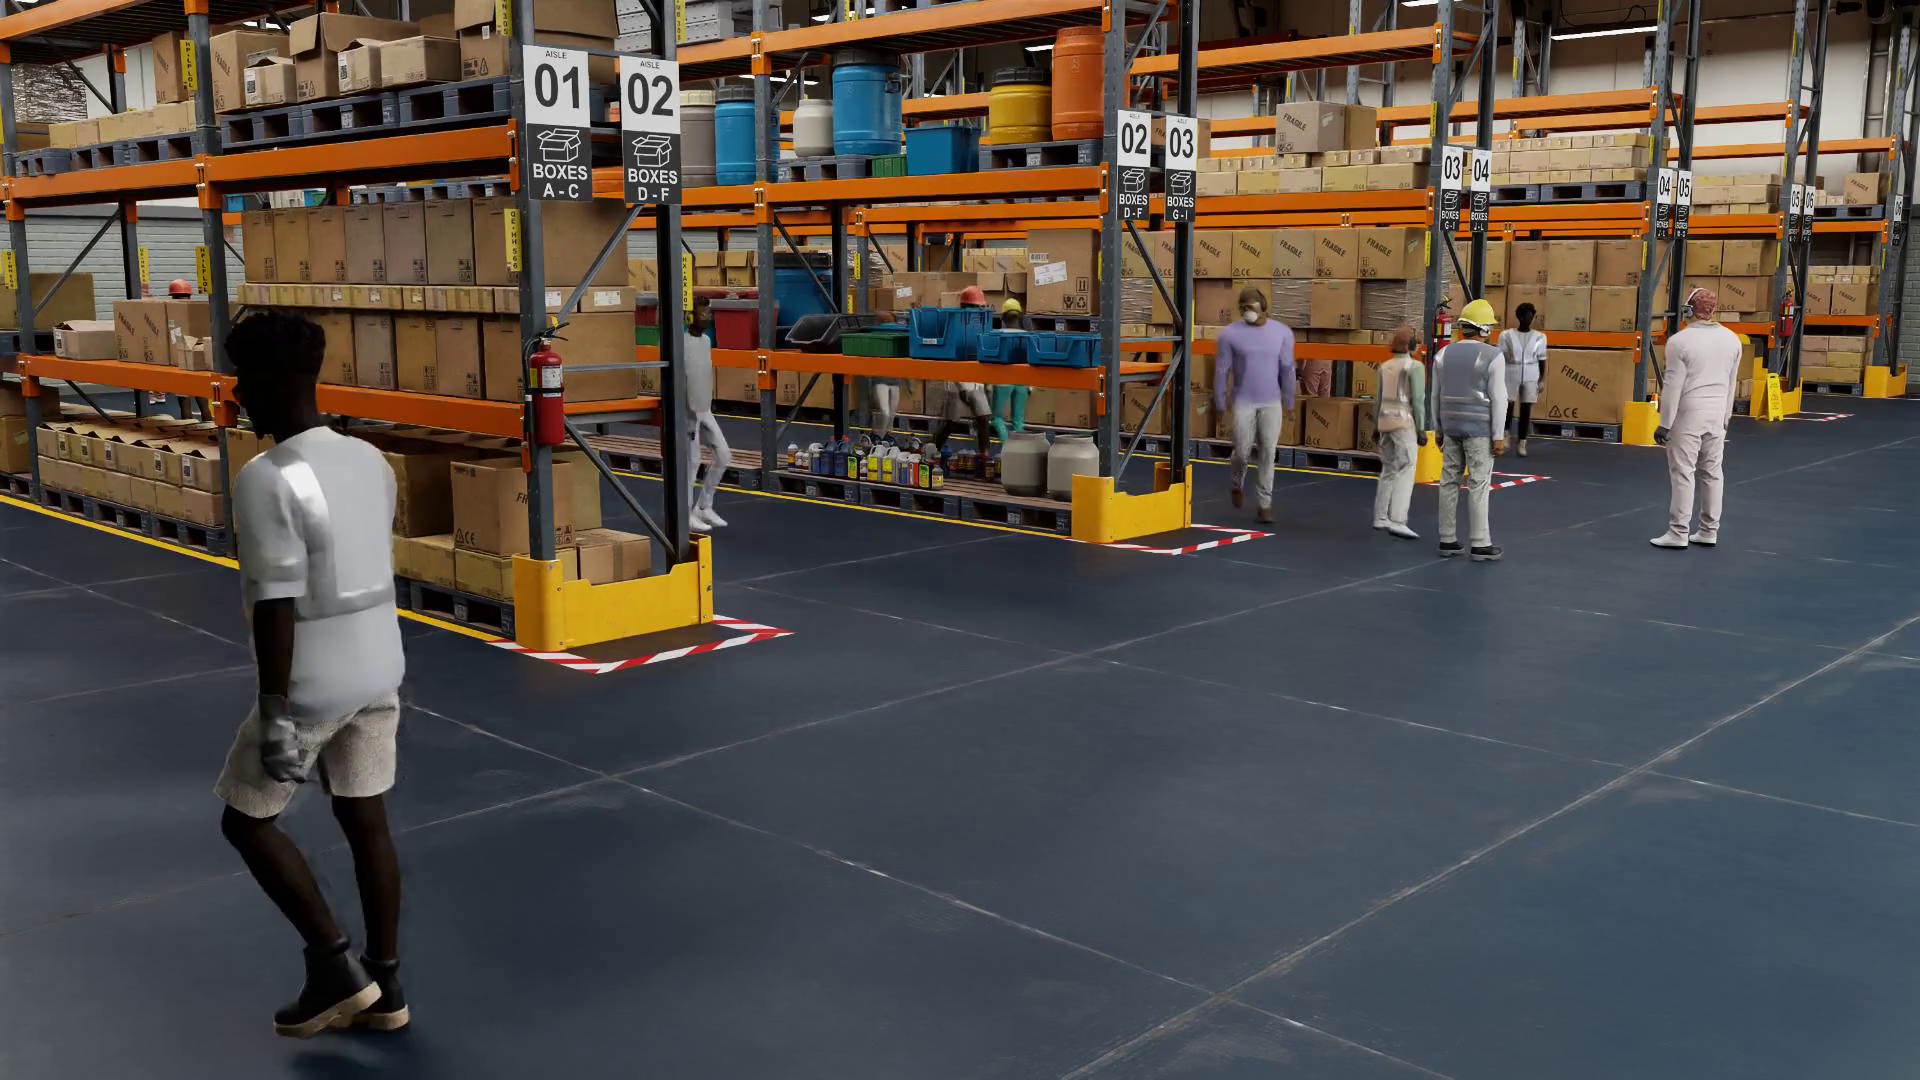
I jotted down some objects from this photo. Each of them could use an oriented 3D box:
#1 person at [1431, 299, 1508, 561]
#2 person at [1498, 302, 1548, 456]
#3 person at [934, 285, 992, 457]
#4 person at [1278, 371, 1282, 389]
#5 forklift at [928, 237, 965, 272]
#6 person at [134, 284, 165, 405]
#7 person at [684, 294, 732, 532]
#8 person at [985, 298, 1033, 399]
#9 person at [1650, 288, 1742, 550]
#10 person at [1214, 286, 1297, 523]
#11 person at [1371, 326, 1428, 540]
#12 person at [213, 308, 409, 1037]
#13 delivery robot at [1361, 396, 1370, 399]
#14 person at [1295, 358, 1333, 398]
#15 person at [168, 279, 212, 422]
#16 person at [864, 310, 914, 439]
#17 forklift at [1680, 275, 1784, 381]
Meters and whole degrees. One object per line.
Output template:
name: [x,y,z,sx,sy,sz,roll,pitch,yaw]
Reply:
person: [3.634,-0.786,11.835,0.404,1.834,0.592,-7,11,-36]
person: [6.157,-1.762,18.246,0.545,1.684,0.364,2,9,10]
person: [0.020,-1.502,16.056,0.548,1.902,0.960,-8,12,-42]
person: [4.012,-2.361,21.235,0.387,1.919,0.594,7,12,38]
forklift: [-0.326,-5.817,39.609,1.129,2.768,1.873,9,13,43]
person: [-12.328,-2.997,25.182,0.409,1.904,0.640,2,9,10]
person: [-2.012,-0.986,13.005,0.508,1.850,0.550,4,10,21]
person: [0.508,-1.589,17.004,0.540,1.751,0.363,-3,10,-18]
person: [5.388,-0.889,12.242,0.637,1.911,0.403,-3,10,-18]
person: [2.406,-1.117,13.623,0.650,1.914,0.555,0,9,-2]
person: [3.387,-0.837,12.858,0.424,1.613,0.647,-3,10,-19]
person: [-1.694,0.369,4.406,0.436,1.946,0.620,3,10,16]
delivery robot: [4.810,-1.467,19.764,0.707,0.478,0.477,-9,13,-43]
person: [4.103,-2.050,19.358,0.637,1.911,0.403,-8,12,-40]
person: [-8.630,-1.932,18.546,0.373,1.934,0.551,5,11,29]
person: [-0.715,-1.595,17.481,0.502,1.614,0.620,-7,12,-37]
forklift: [12.480,-3.427,27.053,1.214,2.155,2.313,9,13,43]
